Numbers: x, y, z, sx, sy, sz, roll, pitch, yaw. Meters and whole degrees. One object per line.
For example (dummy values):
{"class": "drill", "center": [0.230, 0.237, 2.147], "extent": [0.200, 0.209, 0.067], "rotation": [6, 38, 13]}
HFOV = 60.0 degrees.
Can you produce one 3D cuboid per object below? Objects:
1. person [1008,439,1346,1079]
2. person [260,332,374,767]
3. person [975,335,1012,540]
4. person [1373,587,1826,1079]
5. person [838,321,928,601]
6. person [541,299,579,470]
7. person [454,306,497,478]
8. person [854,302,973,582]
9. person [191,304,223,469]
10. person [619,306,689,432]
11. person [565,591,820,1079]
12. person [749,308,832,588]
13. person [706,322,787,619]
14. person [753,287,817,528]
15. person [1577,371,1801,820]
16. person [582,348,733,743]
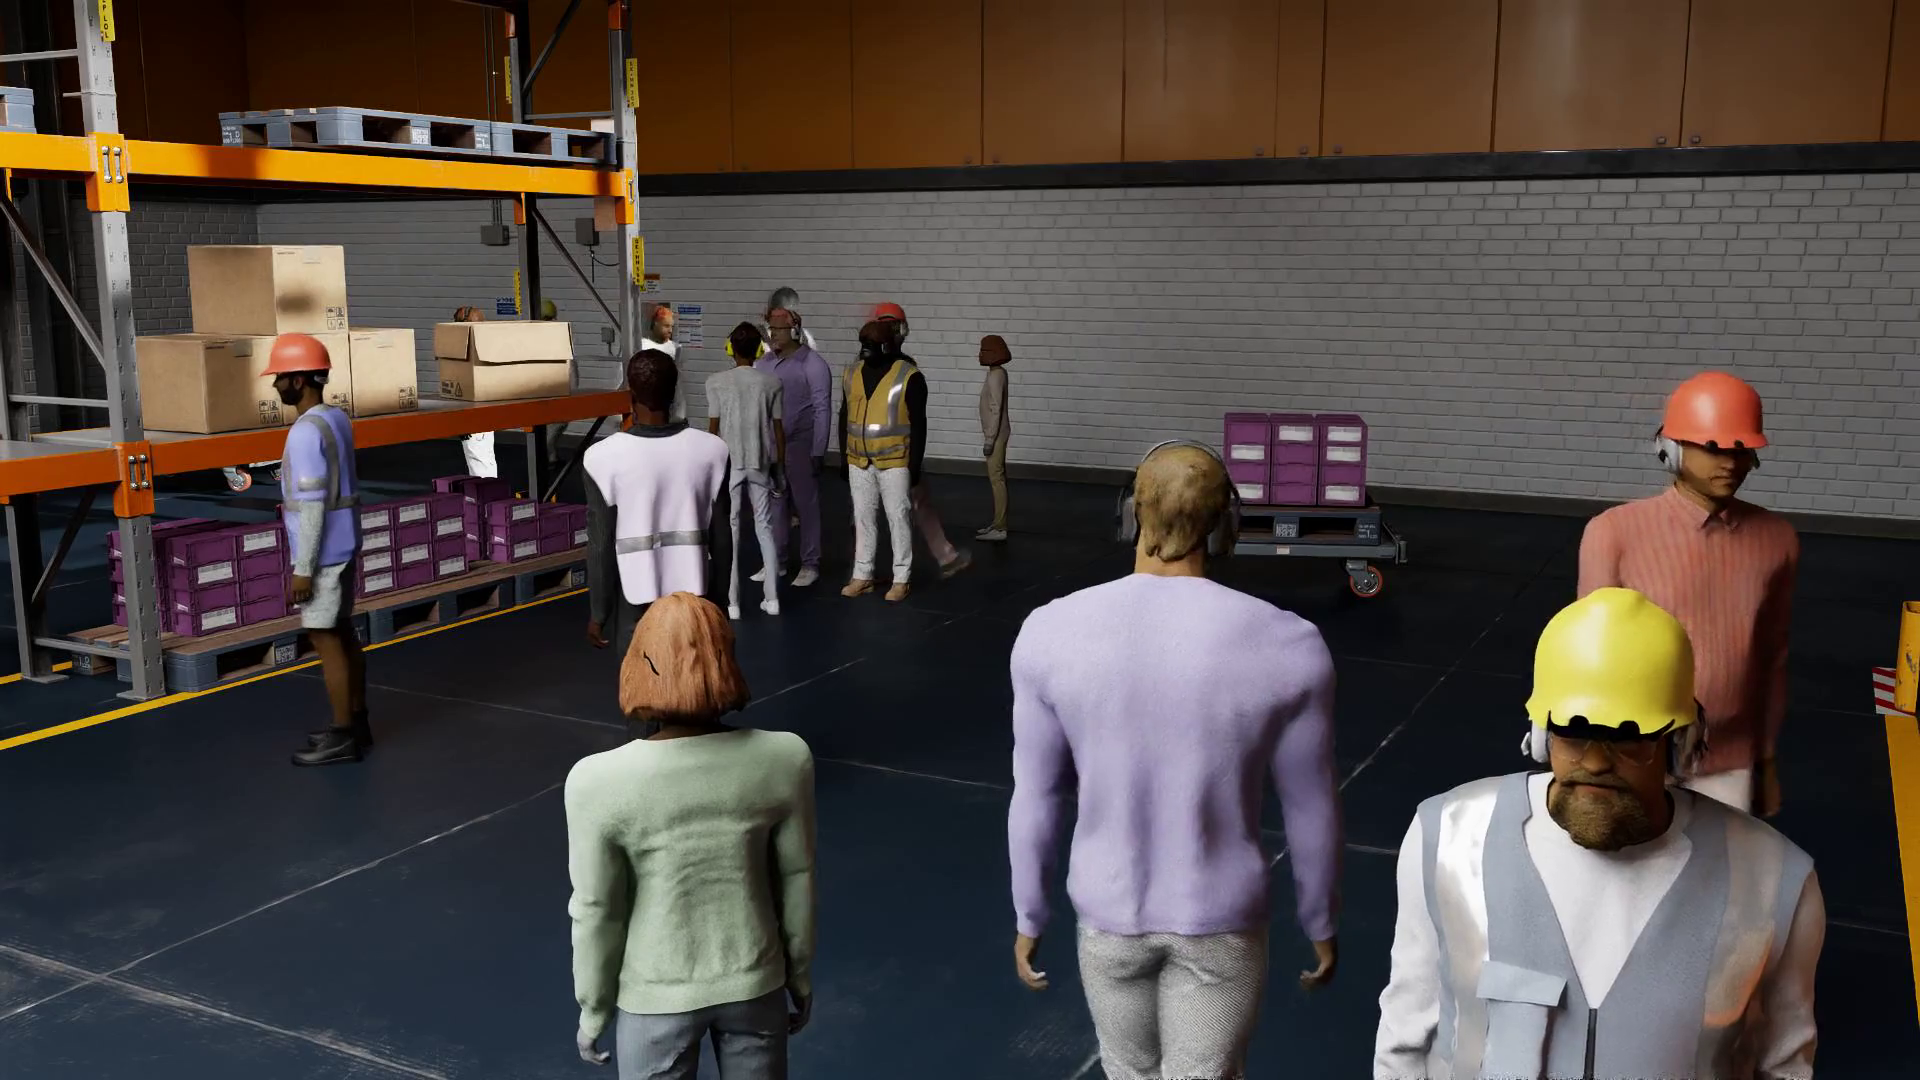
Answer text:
{"class": "person", "center": [0.435, 0.755, 3.371], "extent": [0.657, 1.927, 0.492], "rotation": [3, 10, 14]}
{"class": "person", "center": [-2.871, 0.044, 7.424], "extent": [0.374, 1.934, 0.552], "rotation": [-1, 10, -5]}
{"class": "person", "center": [0.268, -0.814, 13.263], "extent": [0.285, 1.633, 0.499], "rotation": [1, 10, 5]}
{"class": "person", "center": [0.891, 0.963, 2.398], "extent": [0.594, 1.832, 0.403], "rotation": [4, 11, 21]}
{"class": "person", "center": [-0.530, -0.517, 10.950], "extent": [0.631, 1.840, 0.428], "rotation": [5, 11, 27]}
{"class": "person", "center": [-4.296, -1.601, 17.330], "extent": [0.597, 1.807, 0.760], "rotation": [2, 10, 13]}
{"class": "person", "center": [-4.027, -1.004, 13.765], "extent": [0.429, 1.844, 0.624], "rotation": [-1, 10, -4]}
{"class": "person", "center": [-0.397, -0.674, 11.603], "extent": [0.943, 1.929, 0.641], "rotation": [-9, 13, -42]}
{"class": "person", "center": [-7.858, -1.715, 17.658], "extent": [0.389, 1.925, 0.740], "rotation": [-2, 10, -9]}
{"class": "person", "center": [-2.618, -1.092, 14.307], "extent": [0.989, 1.835, 0.601], "rotation": [8, 13, 40]}
{"class": "person", "center": [-0.519, 0.906, 3.302], "extent": [0.500, 1.635, 0.287], "rotation": [-4, 11, -23]}
{"class": "person", "center": [-1.183, -0.630, 11.411], "extent": [0.643, 1.910, 0.399], "rotation": [7, 12, 35]}
{"class": "person", "center": [-1.336, -0.433, 10.453], "extent": [0.509, 1.849, 0.399], "rotation": [-3, 10, -15]}
{"class": "person", "center": [-1.428, -1.131, 13.923], "extent": [0.691, 2.000, 0.923], "rotation": [-9, 13, -42]}
{"class": "person", "center": [1.914, 0.541, 4.421], "extent": [0.625, 1.993, 0.402], "rotation": [-1, 10, -4]}
{"class": "person", "center": [-1.153, 0.227, 6.417], "extent": [0.591, 1.920, 0.393], "rotation": [-6, 11, -29]}
